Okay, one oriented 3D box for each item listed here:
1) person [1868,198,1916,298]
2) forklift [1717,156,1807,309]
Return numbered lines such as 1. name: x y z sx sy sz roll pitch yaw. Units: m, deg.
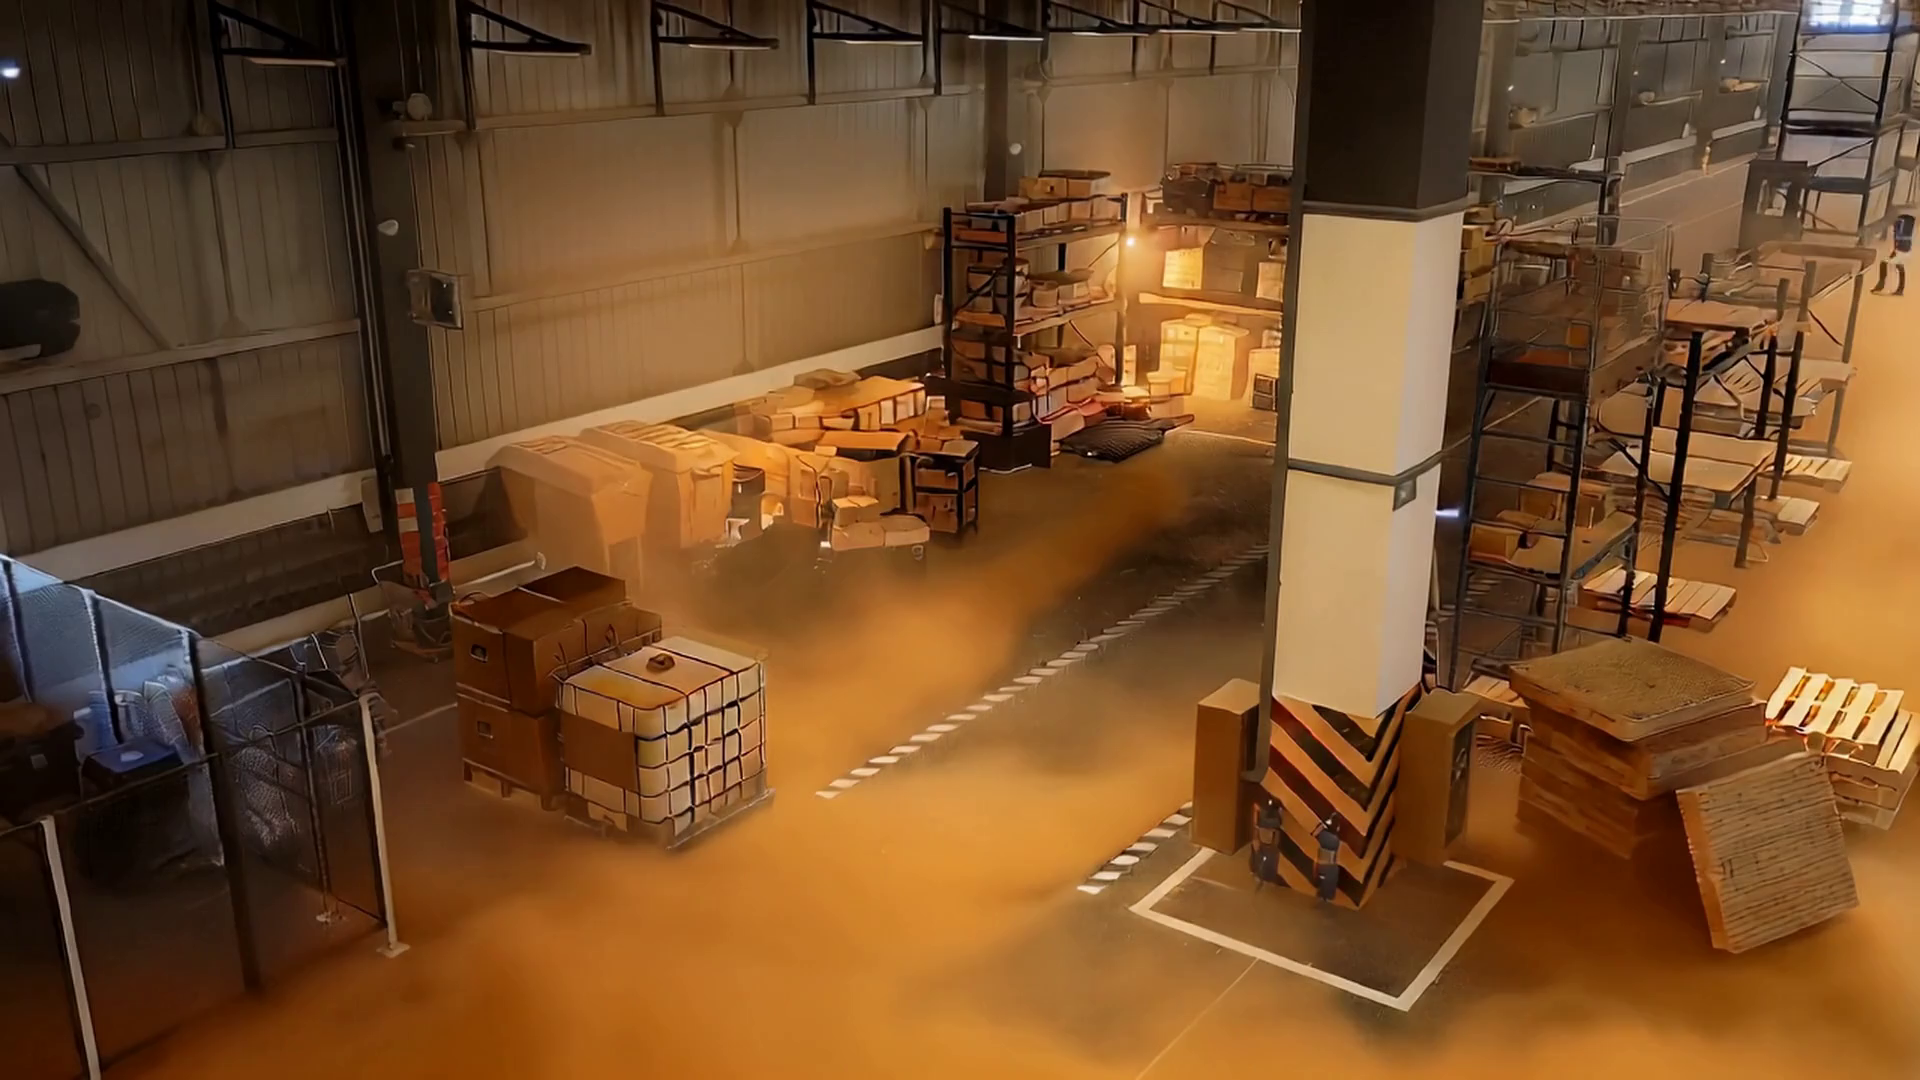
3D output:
1. person: 18.434 -5.774 32.827 0.564 1.906 0.798 -8 20 -22
2. forklift: 15.187 -5.775 31.294 1.129 2.768 1.873 13 22 34
